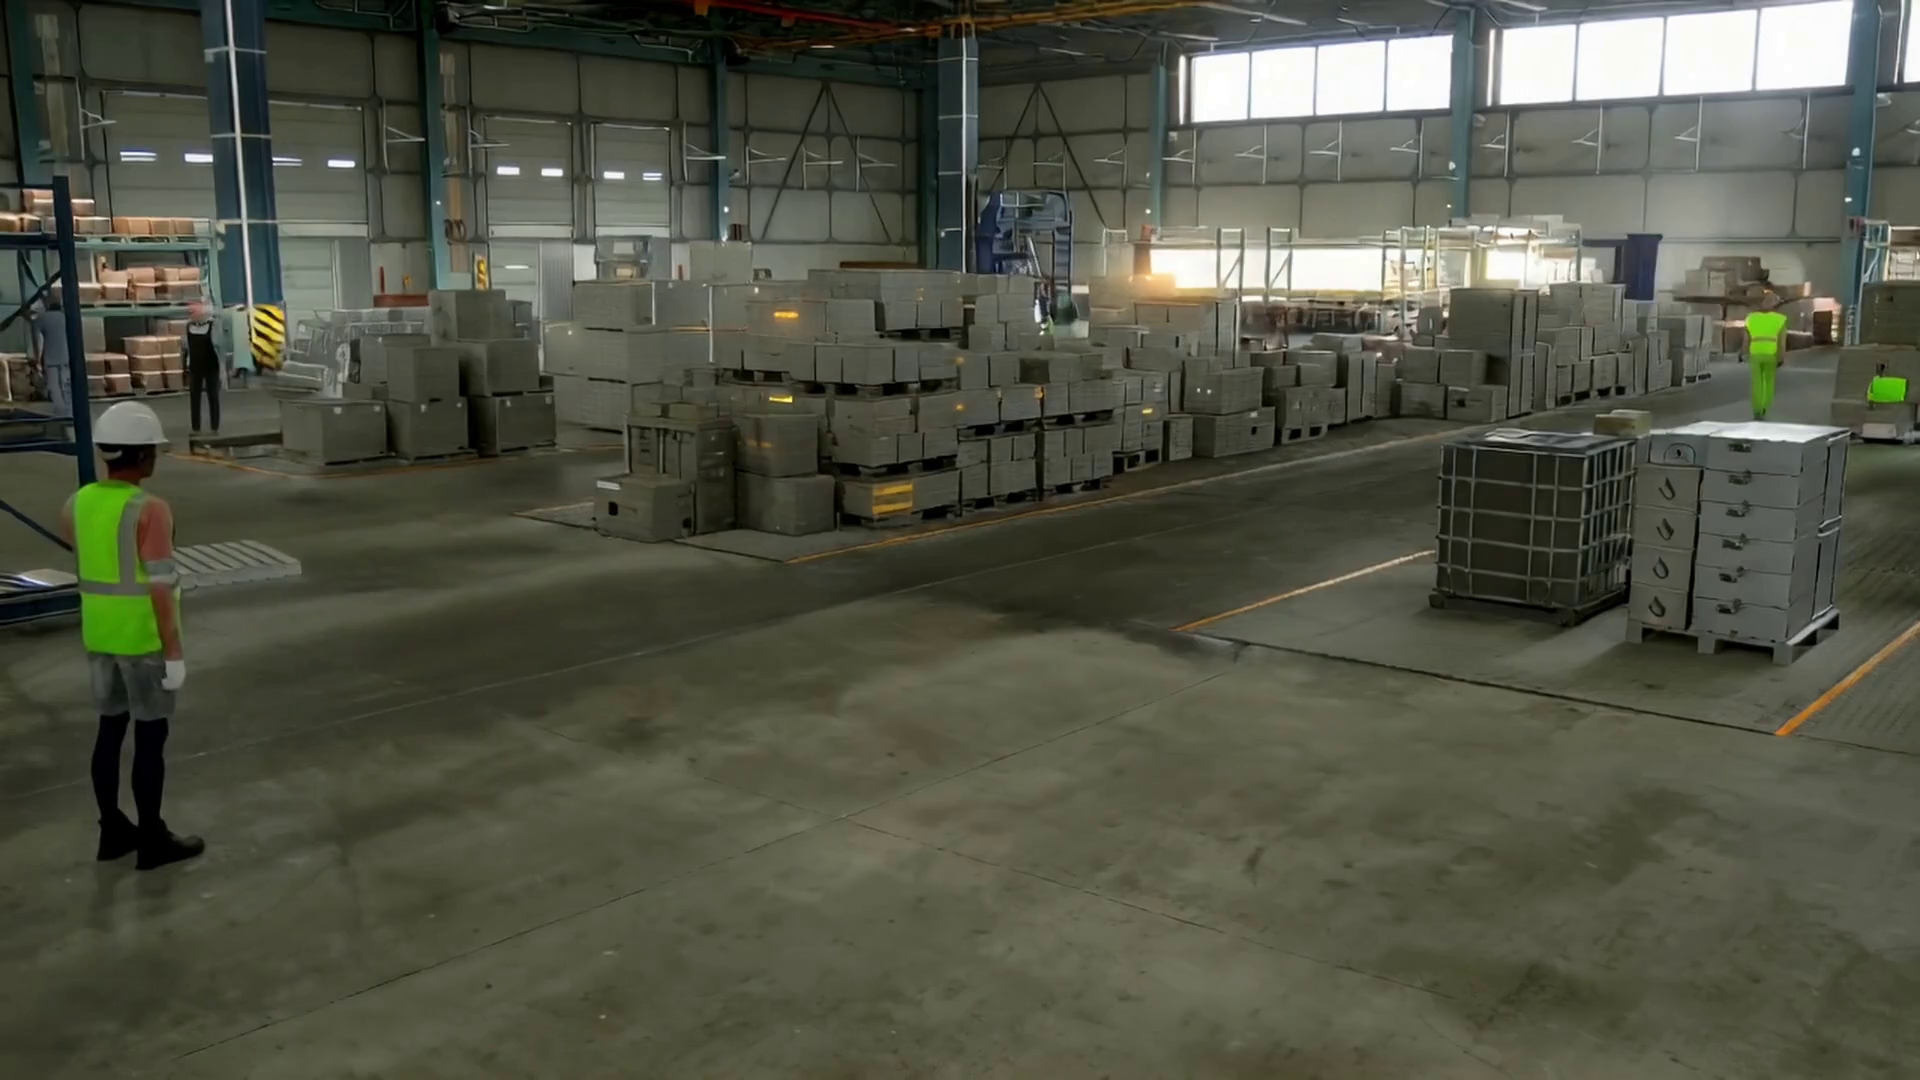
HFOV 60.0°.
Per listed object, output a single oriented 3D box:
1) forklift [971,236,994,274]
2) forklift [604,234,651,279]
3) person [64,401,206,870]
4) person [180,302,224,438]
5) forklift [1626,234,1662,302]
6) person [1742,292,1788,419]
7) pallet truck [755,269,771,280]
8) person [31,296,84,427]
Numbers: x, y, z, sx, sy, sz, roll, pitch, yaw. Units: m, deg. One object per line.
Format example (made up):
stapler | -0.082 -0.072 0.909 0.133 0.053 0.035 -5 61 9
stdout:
forklift | 0.546 -5.714 38.923 1.873 2.768 1.129 2 10 12
forklift | -6.969 -5.043 35.102 1.129 2.768 1.873 0 10 -1
person | -3.398 0.394 6.878 0.540 1.930 0.398 4 11 23
person | -10.172 -2.278 22.350 0.515 1.832 0.349 -3 10 -14
forklift | 13.795 -4.800 33.719 1.873 2.768 1.129 8 13 40
person | 12.099 -2.781 25.051 0.588 1.878 0.969 4 11 22
pallet truck | -4.996 -6.432 45.525 1.885 1.965 0.823 -6 12 -32
person | -12.644 -2.479 23.355 0.626 1.894 1.012 -5 11 -24
